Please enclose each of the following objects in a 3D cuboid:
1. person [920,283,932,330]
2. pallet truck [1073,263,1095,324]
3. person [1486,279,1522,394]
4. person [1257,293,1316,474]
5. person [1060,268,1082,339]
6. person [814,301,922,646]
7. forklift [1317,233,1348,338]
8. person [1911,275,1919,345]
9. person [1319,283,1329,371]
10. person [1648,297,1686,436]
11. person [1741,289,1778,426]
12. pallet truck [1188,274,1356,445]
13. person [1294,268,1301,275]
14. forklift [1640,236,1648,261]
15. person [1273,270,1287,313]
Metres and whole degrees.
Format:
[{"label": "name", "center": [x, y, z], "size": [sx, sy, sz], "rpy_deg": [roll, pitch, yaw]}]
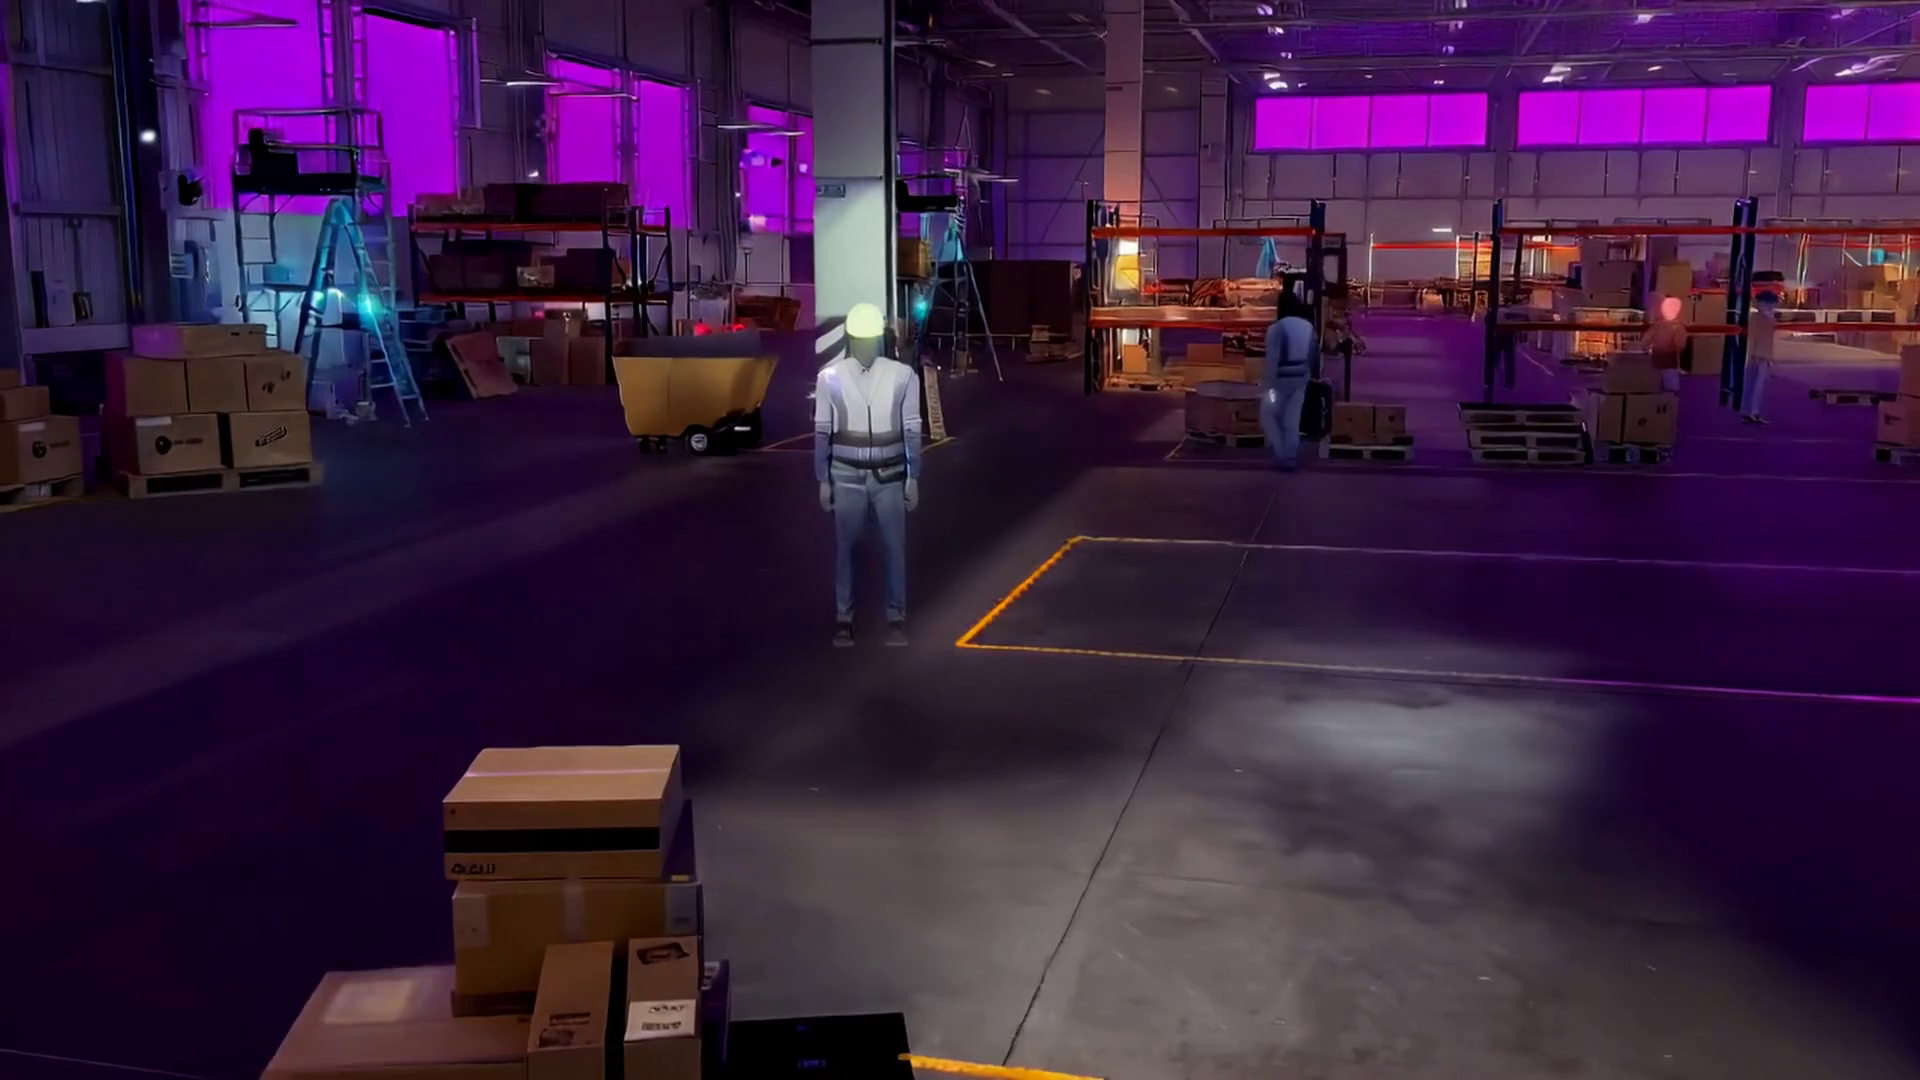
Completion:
[{"label": "person", "center": [-0.957, -7.307, 50.245], "size": [0.544, 1.928, 0.393], "rpy_deg": [-7, 12, -34]}, {"label": "pallet truck", "center": [4.325, -8.180, 55.162], "size": [0.823, 1.965, 1.885], "rpy_deg": [6, 11, 31]}, {"label": "person", "center": [8.690, -3.236, 26.571], "size": [0.564, 1.829, 0.509], "rpy_deg": [-5, 11, -29]}, {"label": "person", "center": [3.277, -1.564, 16.715], "size": [0.629, 1.828, 0.450], "rpy_deg": [-5, 11, -26]}, {"label": "person", "center": [2.917, -6.160, 43.580], "size": [0.821, 1.891, 0.639], "rpy_deg": [-6, 11, -32]}, {"label": "person", "center": [-0.512, -0.357, 9.296], "size": [0.601, 1.940, 0.415], "rpy_deg": [-1, 10, -5]}, {"label": "forklift", "center": [9.748, -6.755, 44.179], "size": [1.129, 2.768, 1.873], "rpy_deg": [2, 10, 10]}, {"label": "person", "center": [18.241, -4.097, 31.416], "size": [0.422, 1.902, 0.592], "rpy_deg": [-1, 10, -4]}, {"label": "person", "center": [6.872, -4.115, 31.999], "size": [0.485, 1.737, 0.320], "rpy_deg": [-3, 10, -17]}, {"label": "person", "center": [8.626, -2.112, 20.339], "size": [0.319, 1.697, 0.537], "rpy_deg": [-4, 10, -22]}, {"label": "person", "center": [10.430, -2.376, 21.659], "size": [0.533, 1.771, 0.301], "rpy_deg": [-7, 12, -34]}, {"label": "pallet truck", "center": [3.653, -2.138, 19.590], "size": [1.885, 1.965, 0.823], "rpy_deg": [-4, 10, -20]}, {"label": "person", "center": [10.589, -7.708, 52.847], "size": [0.746, 1.876, 0.629], "rpy_deg": [-5, 11, -26]}, {"label": "forklift", "center": [21.121, -7.887, 50.839], "size": [1.129, 2.768, 1.873], "rpy_deg": [-9, 13, -41]}, {"label": "person", "center": [6.058, -4.079, 31.191], "size": [0.351, 1.936, 0.634], "rpy_deg": [-3, 10, -19]}]
